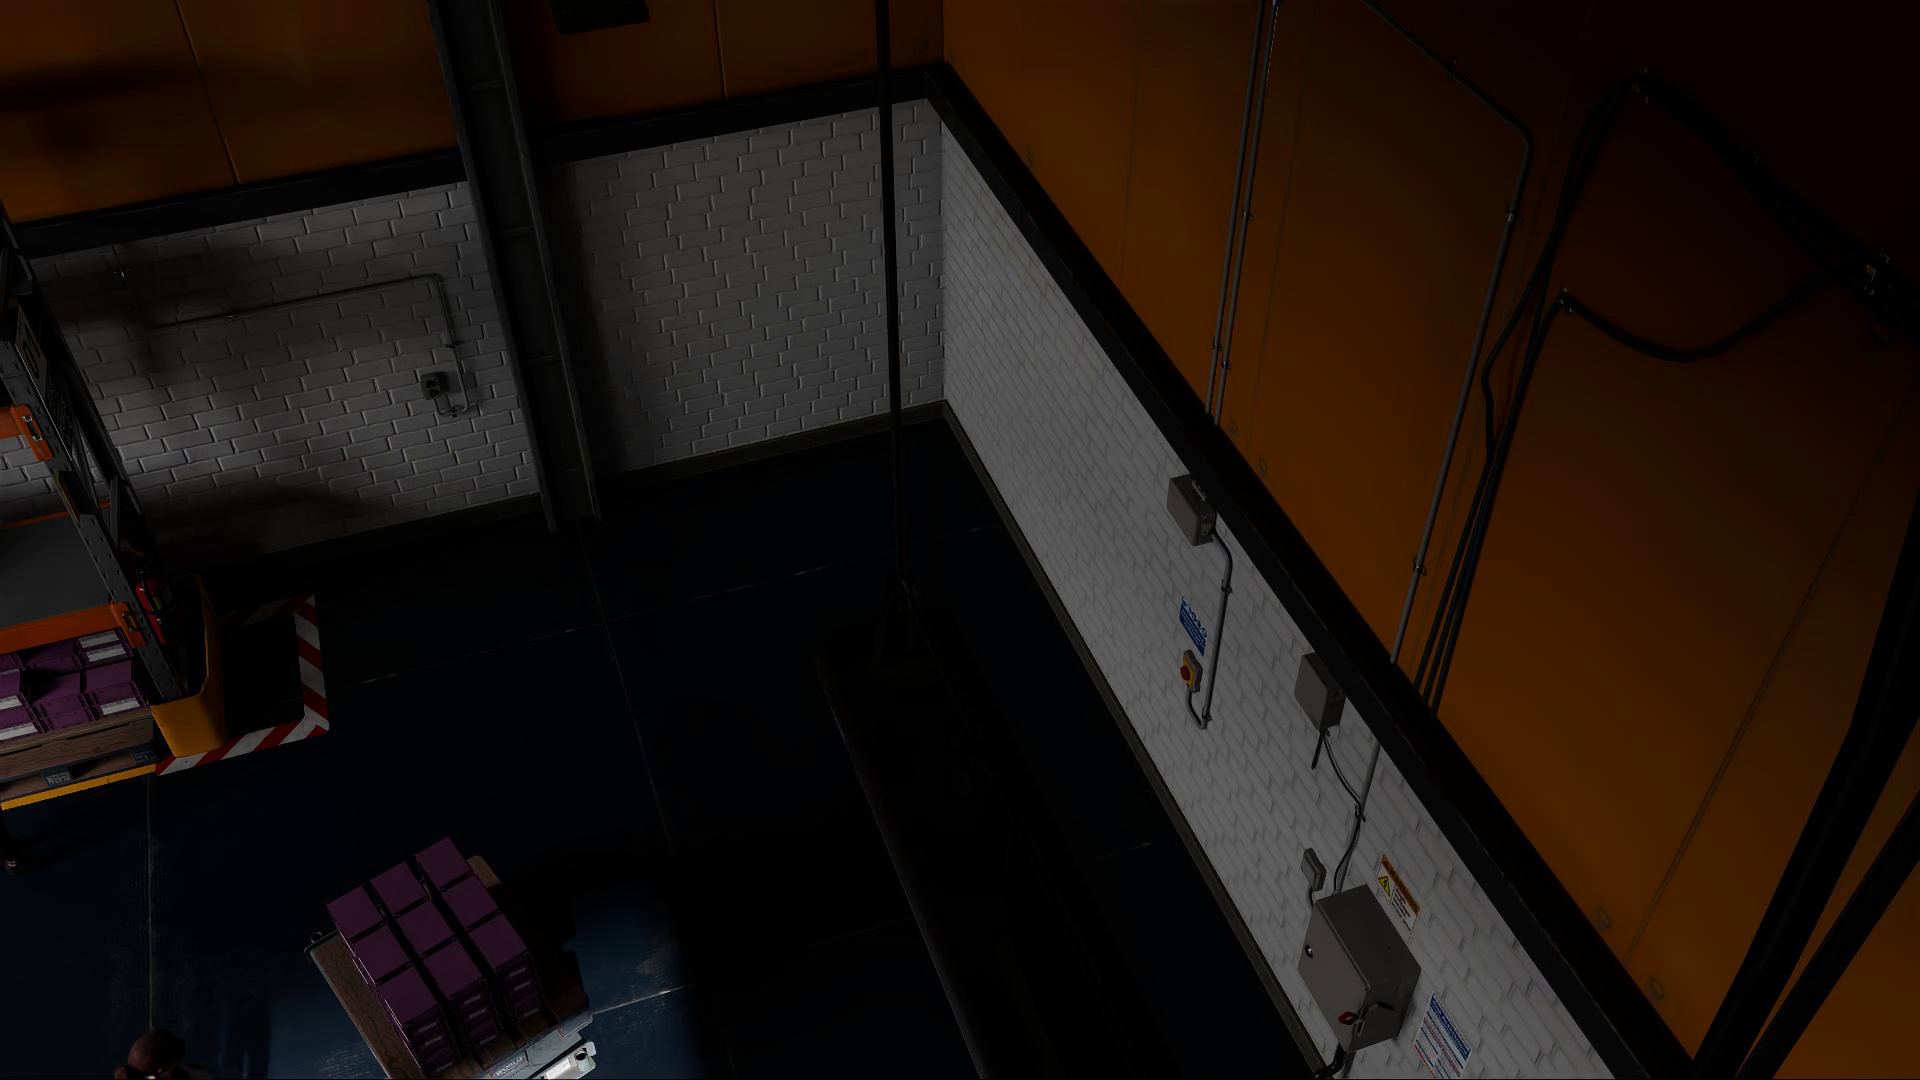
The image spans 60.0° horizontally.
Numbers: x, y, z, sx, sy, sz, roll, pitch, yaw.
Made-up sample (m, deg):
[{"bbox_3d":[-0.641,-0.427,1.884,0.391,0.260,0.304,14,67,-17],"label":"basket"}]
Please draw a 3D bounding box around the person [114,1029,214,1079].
[{"bbox_3d":[-3.571,2.847,7.880,0.656,1.764,0.632,-32,52,-29],"label":"person"}]
